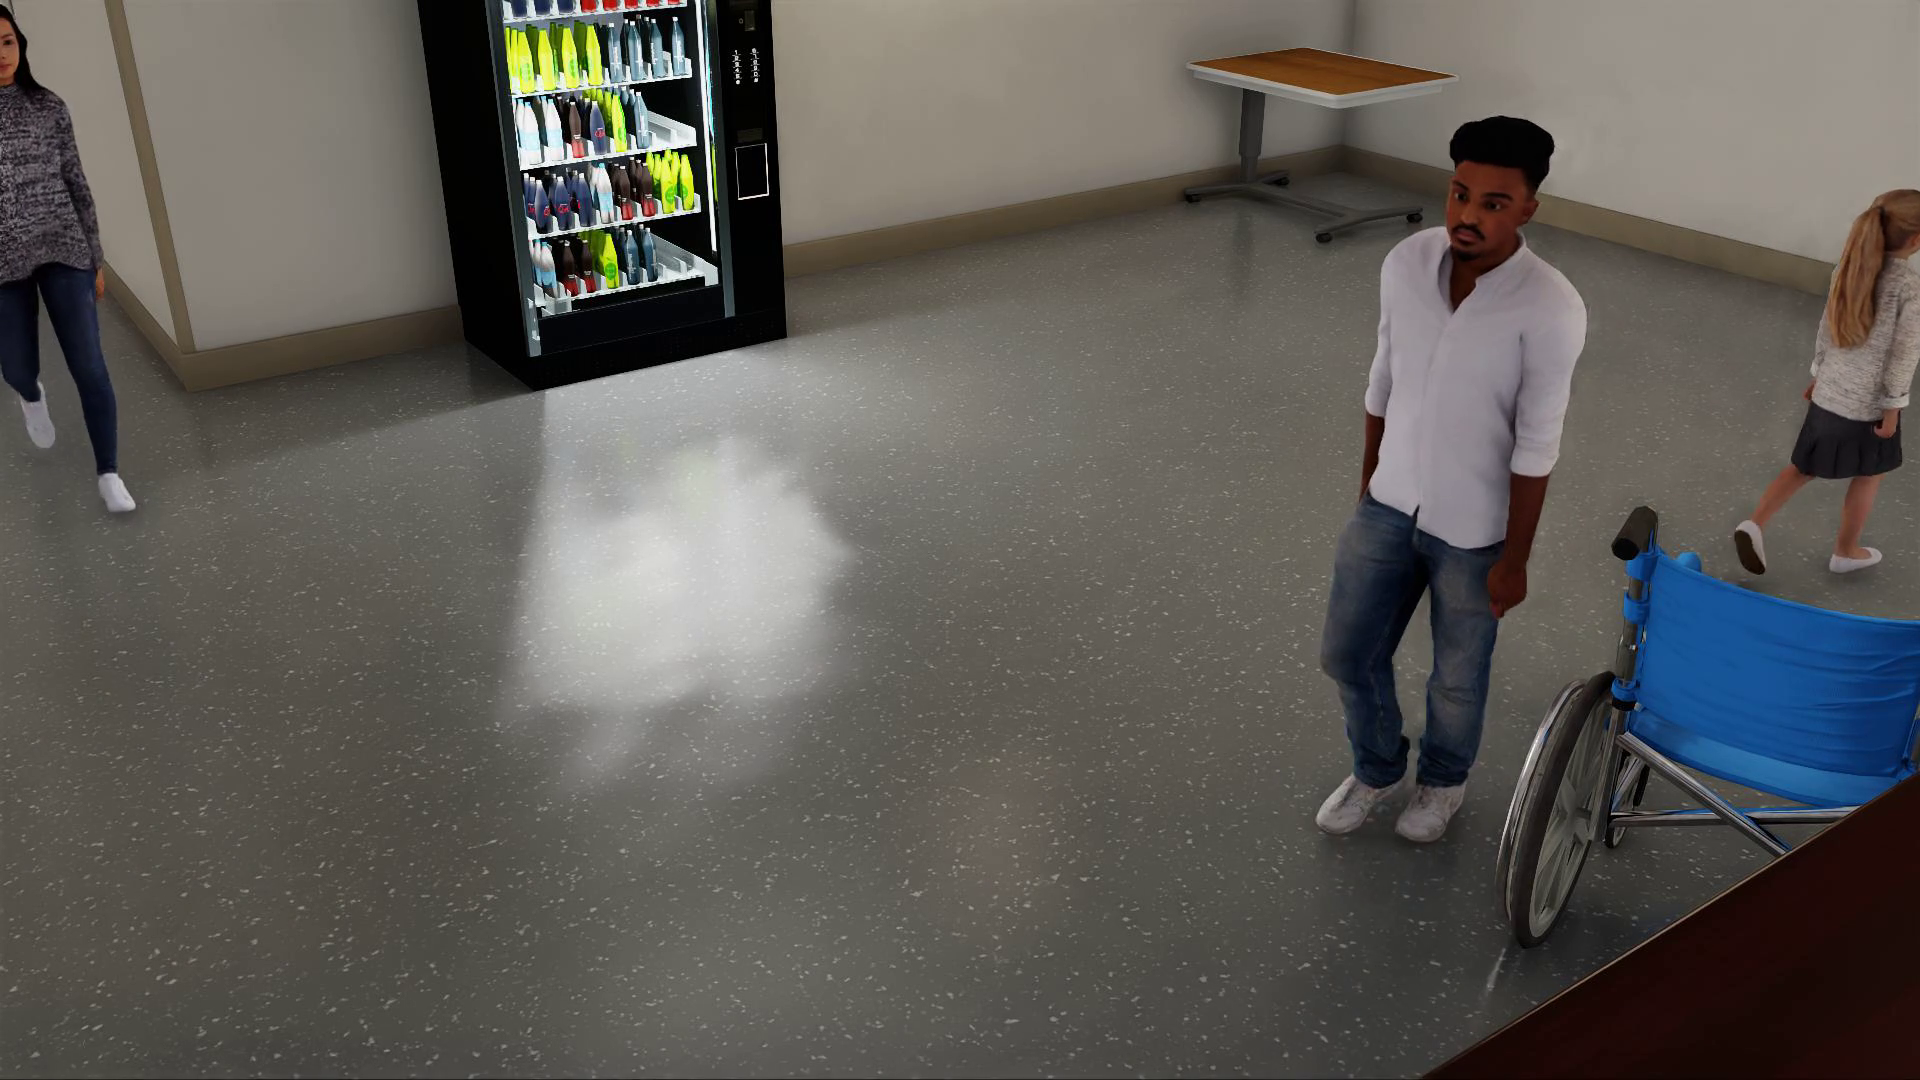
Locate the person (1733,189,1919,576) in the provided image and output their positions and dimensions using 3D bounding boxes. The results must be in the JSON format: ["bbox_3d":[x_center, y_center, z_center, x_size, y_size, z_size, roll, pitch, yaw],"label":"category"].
[{"bbox_3d":[2.734,-0.448,5.153,0.844,1.260,0.607,-11,28,-21],"label":"person"}]

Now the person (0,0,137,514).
[{"bbox_3d":[-3.184,-0.951,5.683,0.902,1.712,0.681,-17,31,-31],"label":"person"}]

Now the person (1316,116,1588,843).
[{"bbox_3d":[1.173,-0.109,3.855,0.736,1.784,0.737,21,33,37],"label":"person"}]
